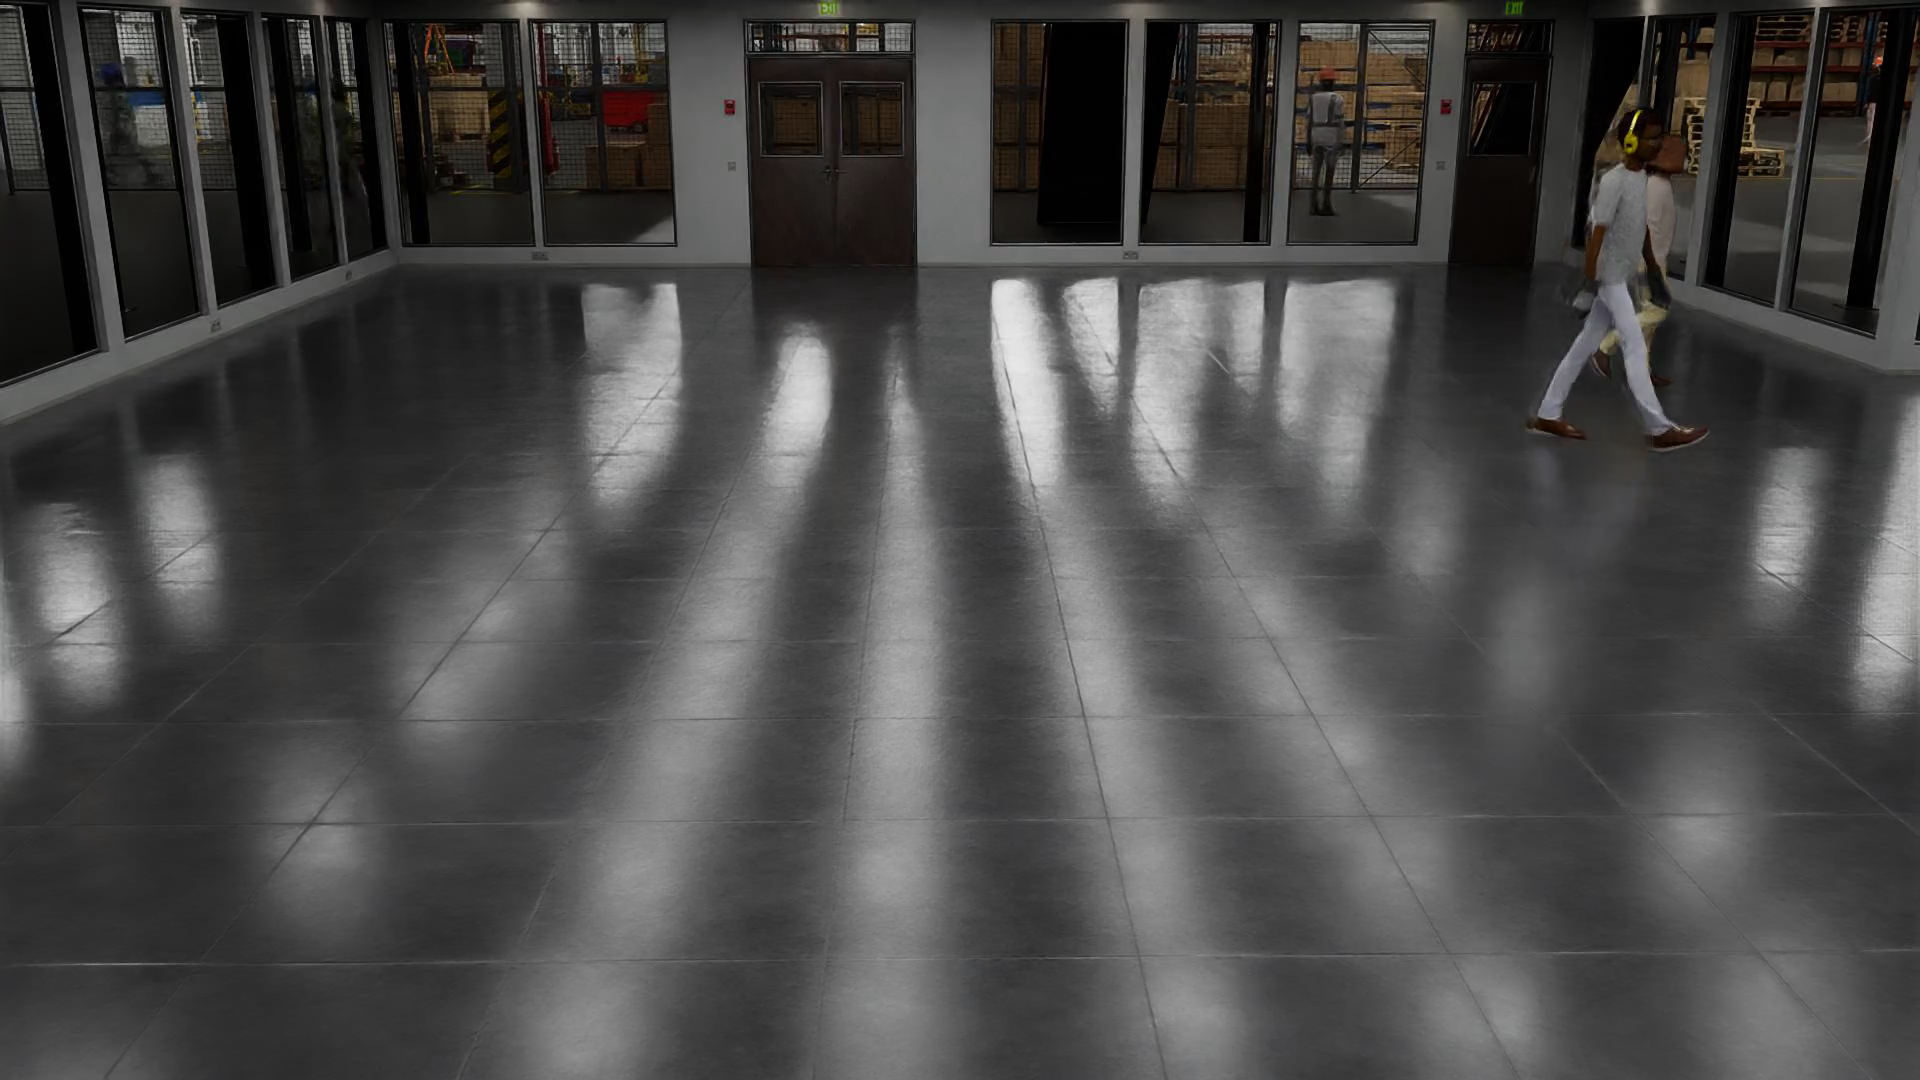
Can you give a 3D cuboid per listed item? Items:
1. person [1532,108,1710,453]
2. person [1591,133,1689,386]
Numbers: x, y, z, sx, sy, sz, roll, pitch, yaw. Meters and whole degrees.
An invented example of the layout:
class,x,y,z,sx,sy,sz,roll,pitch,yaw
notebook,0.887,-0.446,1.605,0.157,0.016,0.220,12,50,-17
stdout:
class,x,y,z,sx,sy,sz,roll,pitch,yaw
person,3.636,-1.393,9.008,0.979,1.821,0.516,10,19,31
person,4.396,-1.783,10.678,0.429,1.621,0.506,8,18,25
